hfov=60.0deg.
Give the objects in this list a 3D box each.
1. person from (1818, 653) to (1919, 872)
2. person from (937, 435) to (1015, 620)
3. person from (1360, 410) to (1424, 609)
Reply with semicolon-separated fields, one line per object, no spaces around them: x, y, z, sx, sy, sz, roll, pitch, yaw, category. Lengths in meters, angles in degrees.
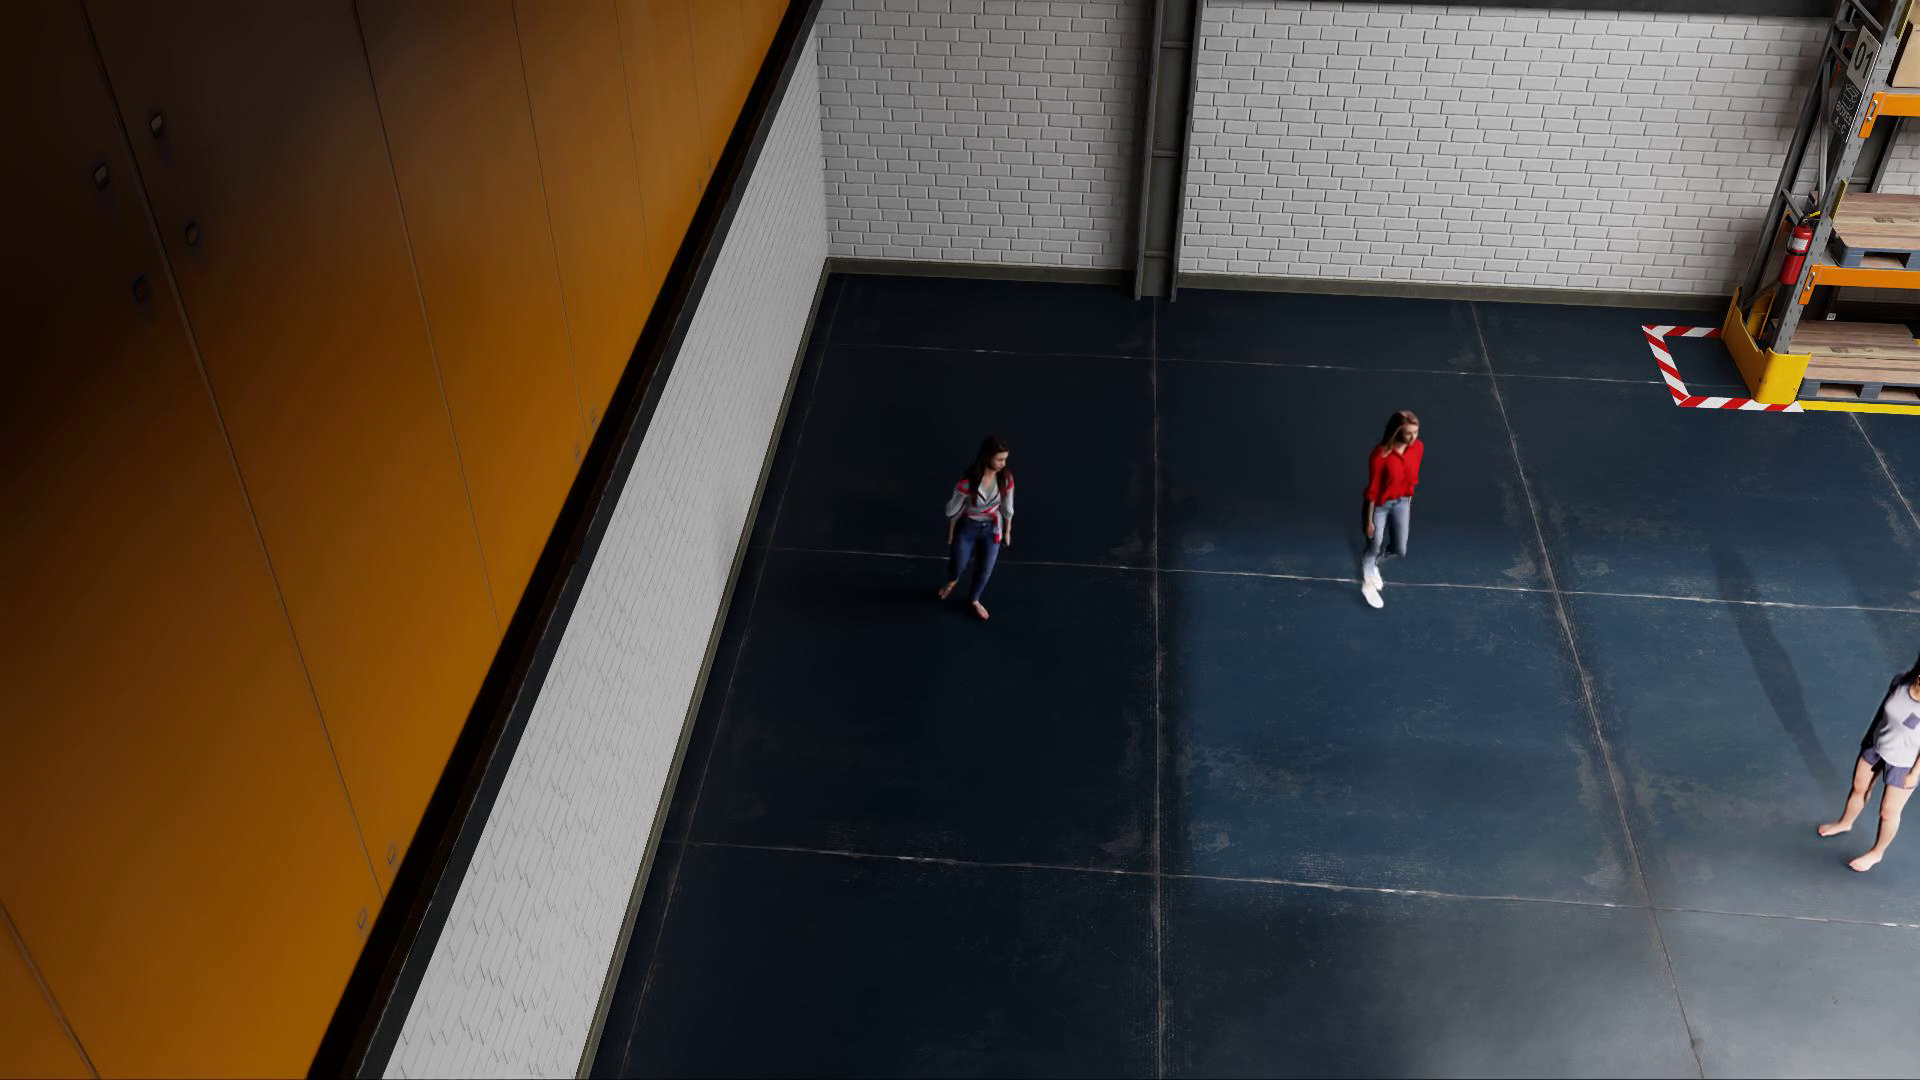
5.649;1.283;10.020;0.637;1.704;0.652;-11;40;-13;person
0.106;-0.097;11.842;0.790;1.587;0.843;-3;39;-3;person
3.022;-0.273;11.978;0.693;1.693;0.791;-14;41;-16;person
